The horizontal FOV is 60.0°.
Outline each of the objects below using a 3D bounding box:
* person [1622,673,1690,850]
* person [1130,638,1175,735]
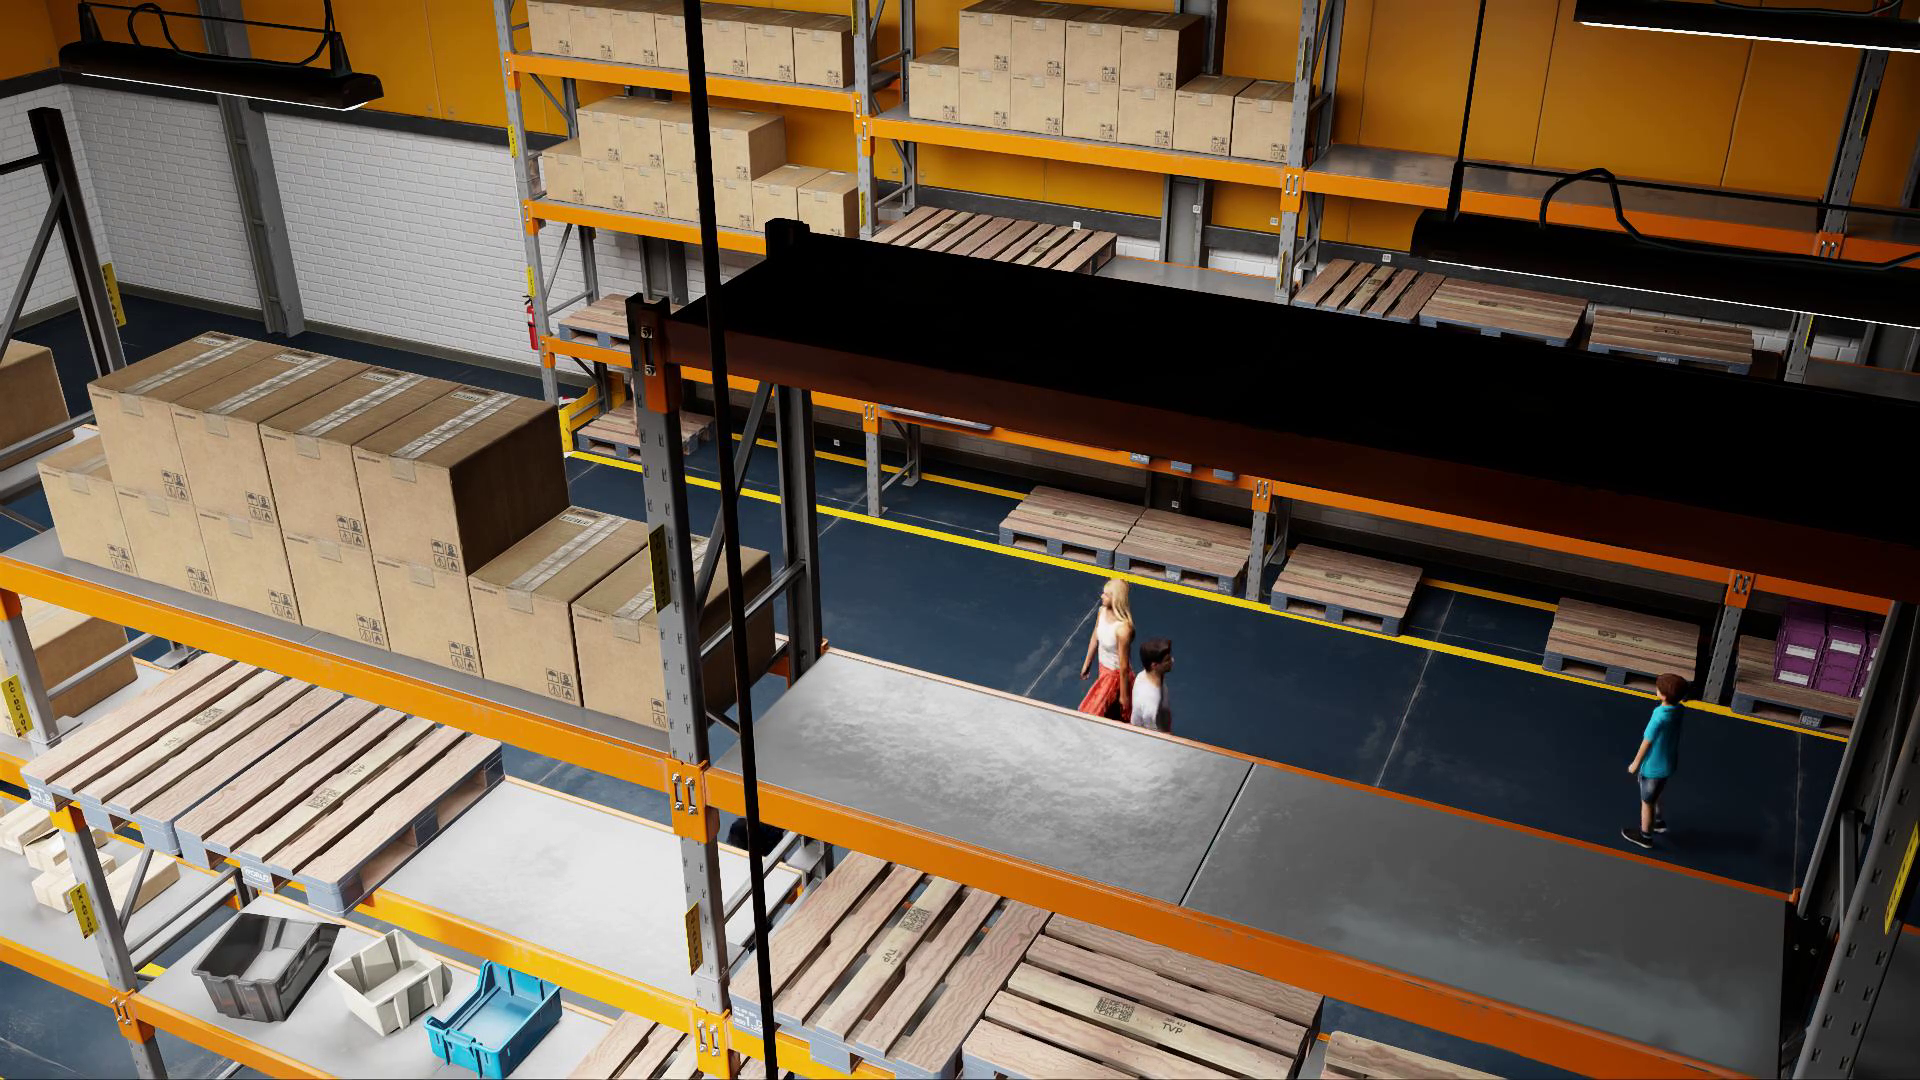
[{"bbox_3d":[5.152,1.636,12.111,0.604,1.440,0.623,-25,37,-38],"label":"person"},{"bbox_3d":[1.245,1.519,11.888,1.154,1.858,0.893,4,29,7],"label":"person"}]
